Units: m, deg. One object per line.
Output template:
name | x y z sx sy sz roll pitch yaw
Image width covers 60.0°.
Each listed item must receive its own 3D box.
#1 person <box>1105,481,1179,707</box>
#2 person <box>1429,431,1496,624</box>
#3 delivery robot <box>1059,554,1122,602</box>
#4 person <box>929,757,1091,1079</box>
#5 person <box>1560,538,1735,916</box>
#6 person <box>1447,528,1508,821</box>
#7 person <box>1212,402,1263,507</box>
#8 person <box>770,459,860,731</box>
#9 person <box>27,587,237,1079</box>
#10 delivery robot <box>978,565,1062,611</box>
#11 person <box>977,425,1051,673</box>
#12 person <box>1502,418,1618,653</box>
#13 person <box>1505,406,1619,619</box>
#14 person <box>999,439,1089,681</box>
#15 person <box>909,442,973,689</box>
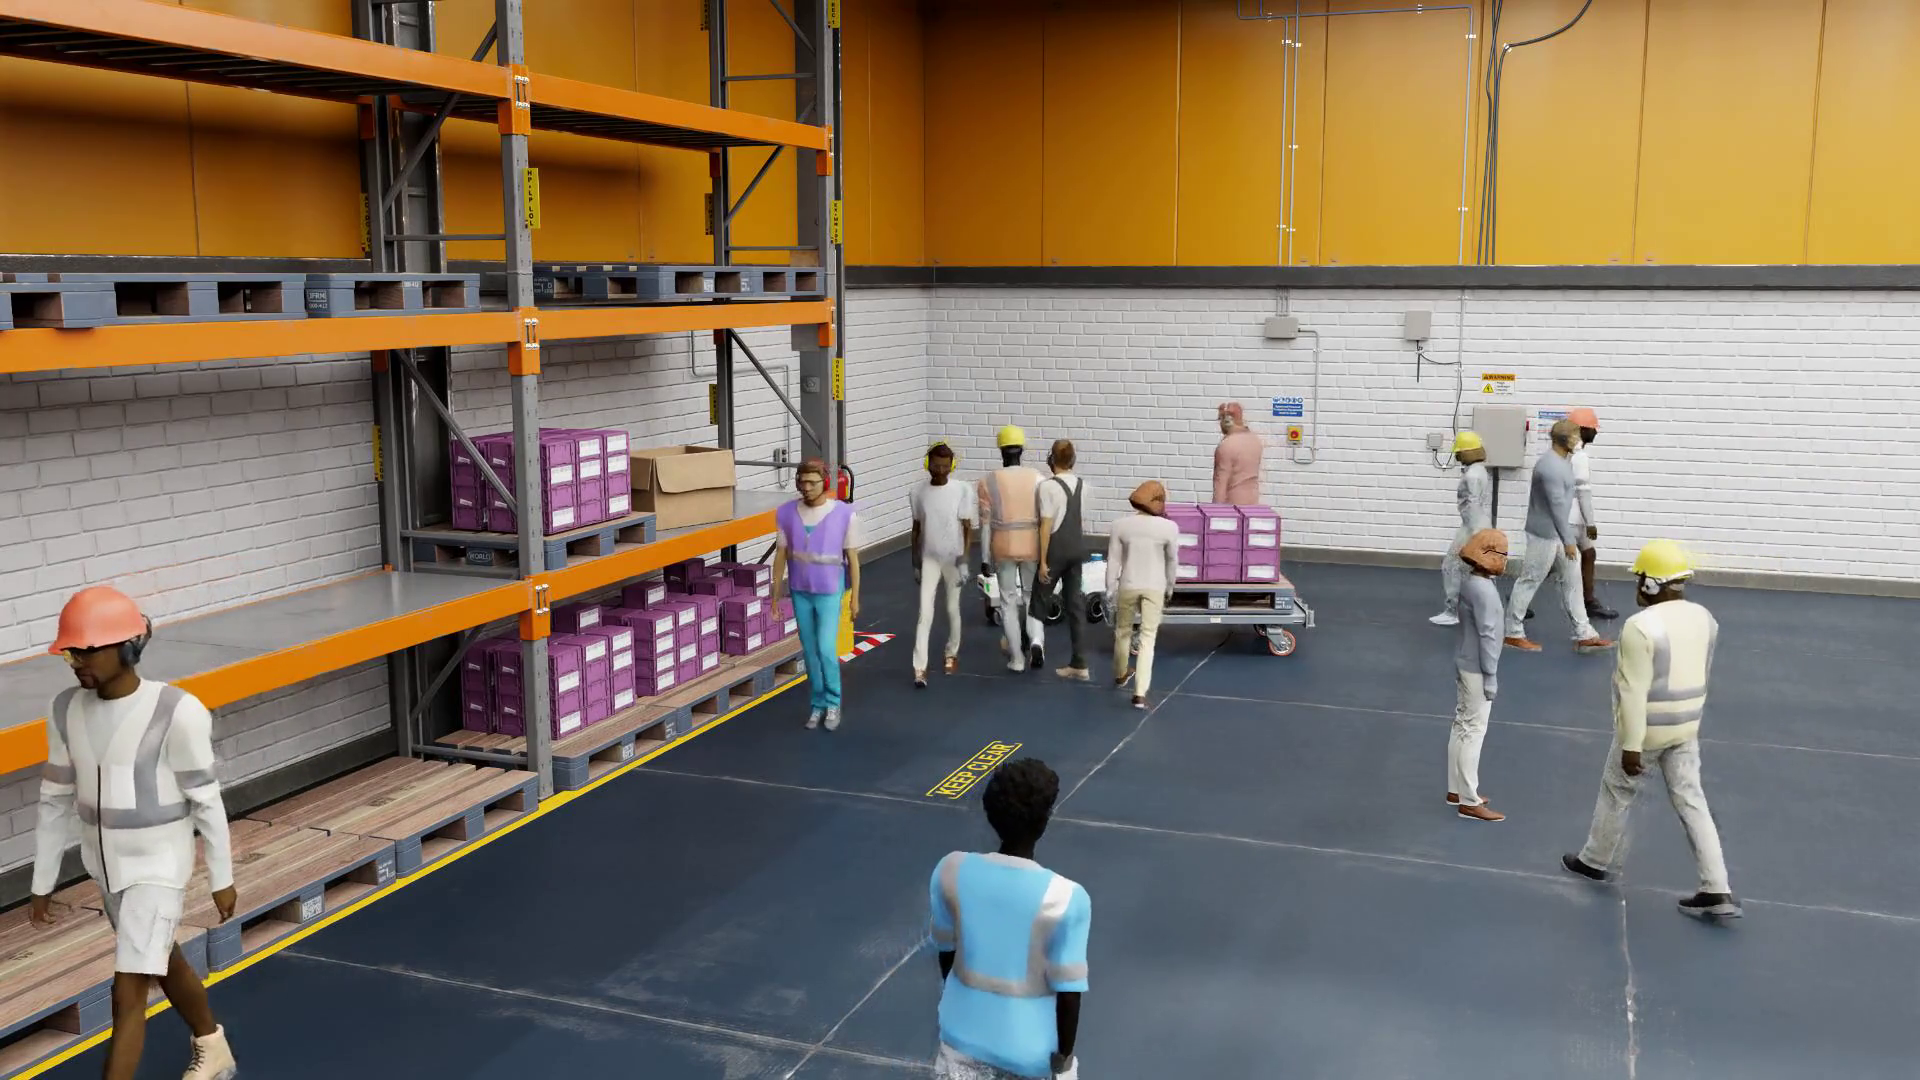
person | 1.298 0.363 11.873 0.506 1.575 0.794 3 9 16
person | 4.332 -0.087 14.291 0.696 1.702 0.543 5 10 30
delivery robot | 1.212 0.366 14.777 0.707 0.478 0.477 -8 12 -40
person | 0.125 1.451 4.827 0.532 1.654 0.882 4 10 23
person | 3.366 0.882 7.973 0.603 1.791 0.941 -4 10 -25
person | 2.916 0.740 9.341 0.283 1.633 0.498 1 9 4
person | 2.539 -0.314 15.197 0.488 1.883 0.726 7 12 39
person | -0.970 0.371 11.041 0.579 1.824 0.487 3 10 18
person | -2.897 1.141 5.744 0.632 1.982 1.052 3 10 18
delivery robot | 0.518 0.407 14.520 0.707 0.478 0.477 -2 9 -13
person | 0.427 0.084 12.607 0.612 1.902 0.527 -2 9 -10
person | 4.821 -0.004 13.217 0.978 1.878 0.643 5 11 31
person | 5.316 -0.228 14.618 0.947 1.904 0.546 2 9 11
person | 0.695 0.138 12.628 0.535 1.804 0.907 -7 12 -39
person | -0.151 0.180 12.350 0.480 1.804 0.980 1 9 5
